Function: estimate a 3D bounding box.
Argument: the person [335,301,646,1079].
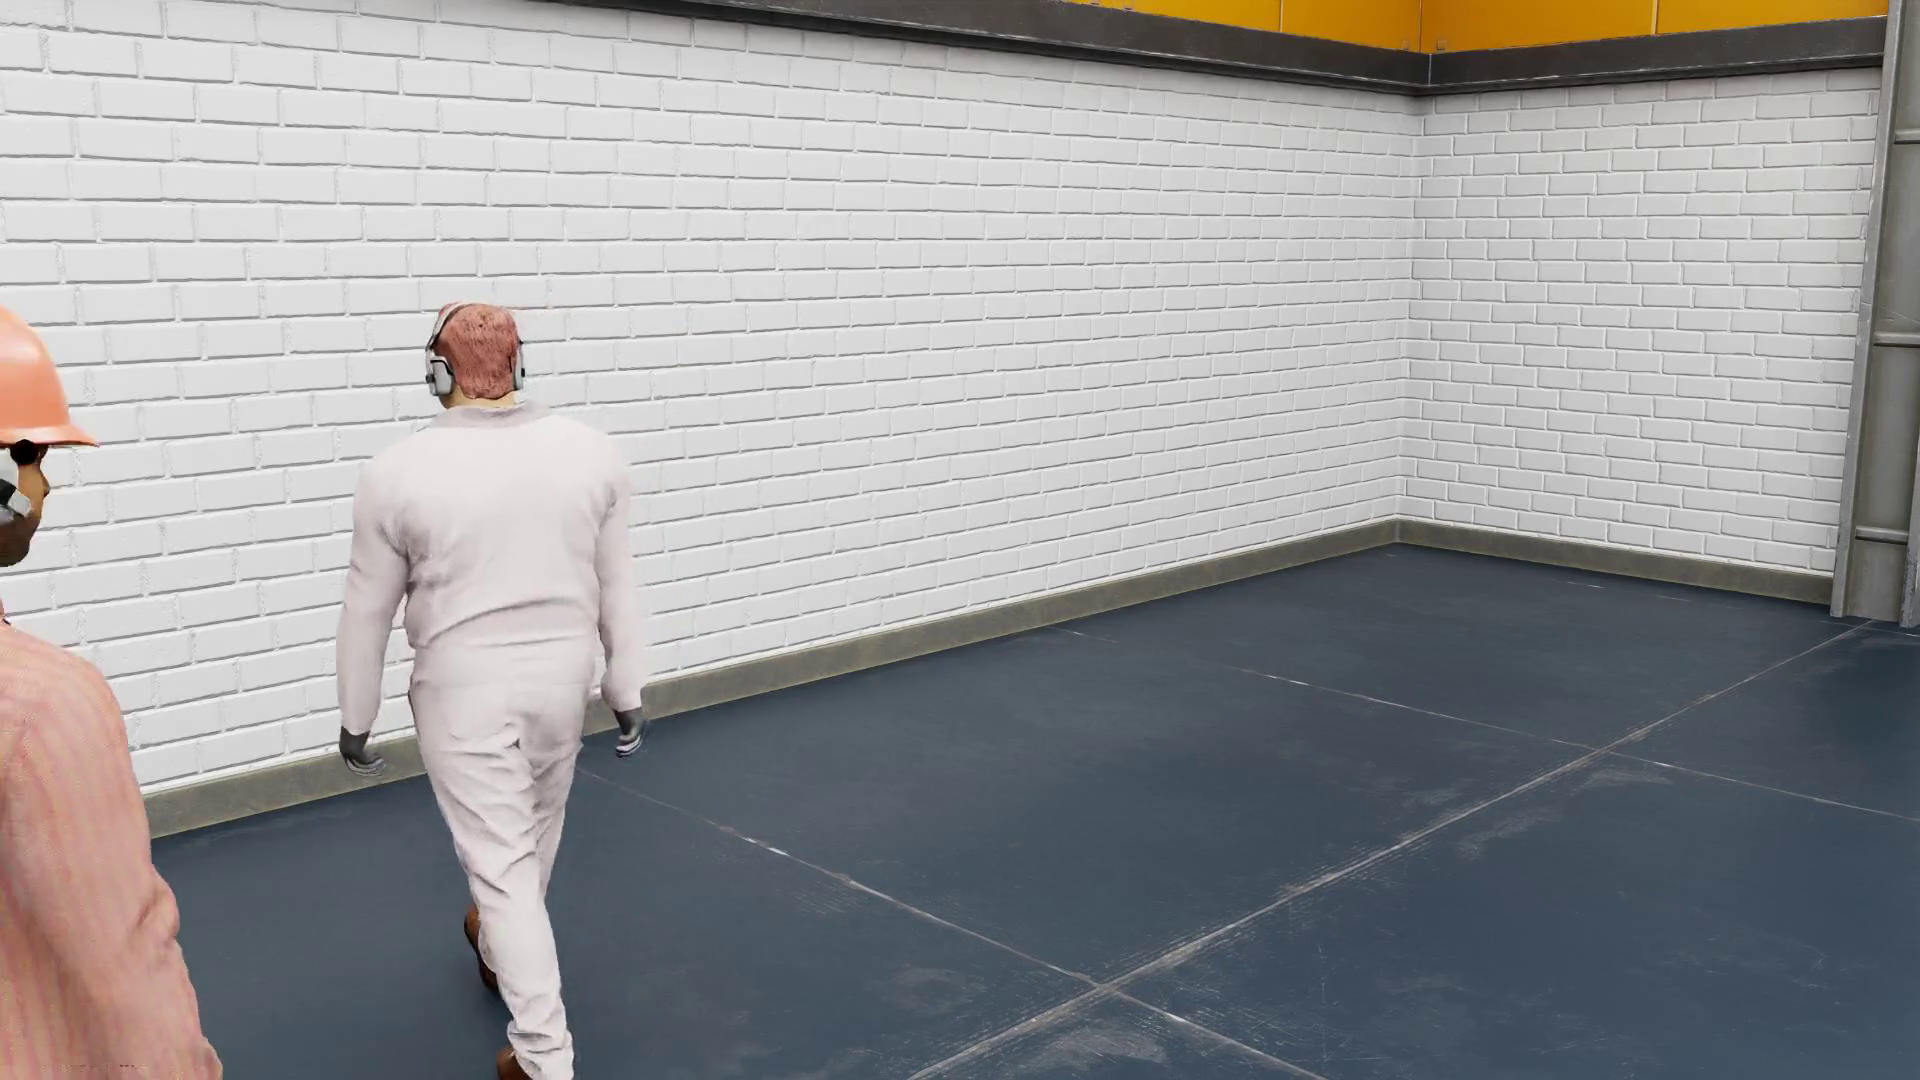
[{"bbox_3d":[-1.178,0.359,4.062,0.681,1.856,0.967,-8,13,-37],"label":"person"}]

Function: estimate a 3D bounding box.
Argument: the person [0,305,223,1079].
[{"bbox_3d":[-1.158,0.695,1.985,0.641,1.966,0.839,6,12,28],"label":"person"}]
